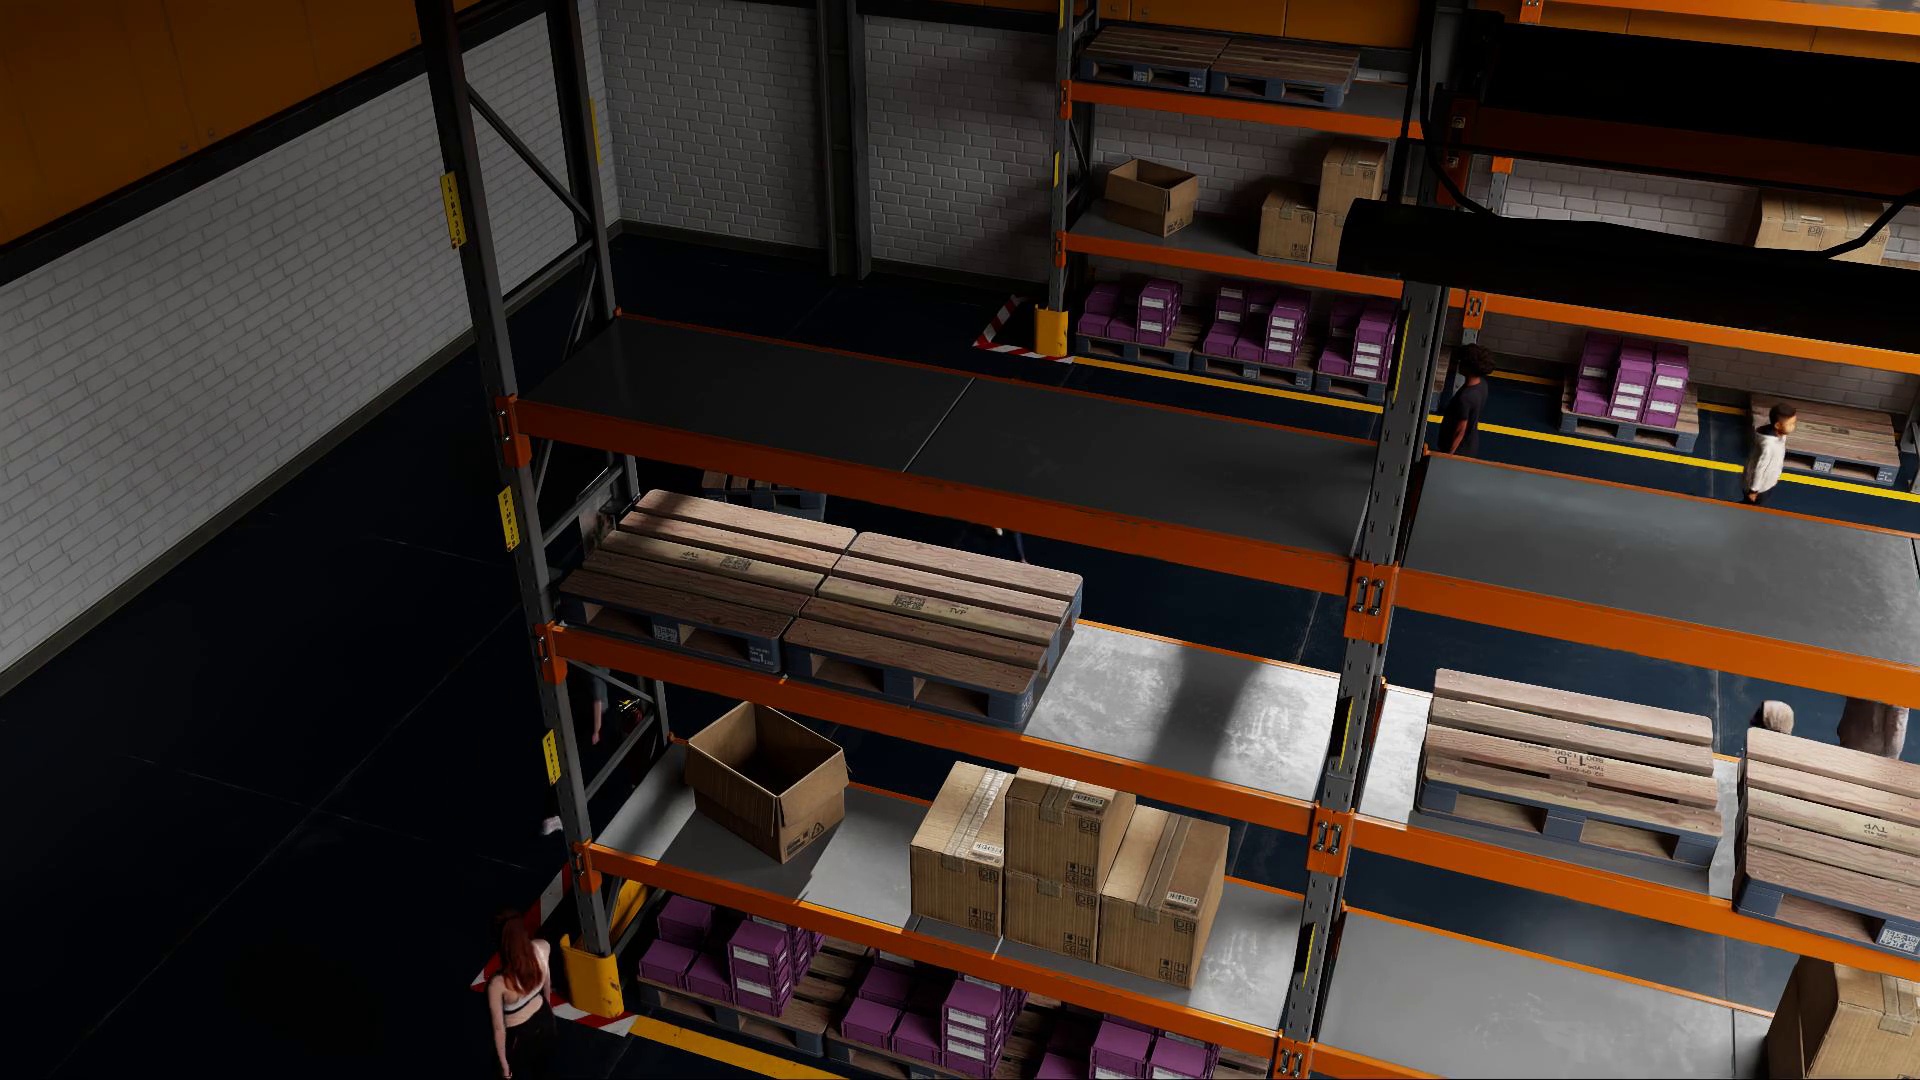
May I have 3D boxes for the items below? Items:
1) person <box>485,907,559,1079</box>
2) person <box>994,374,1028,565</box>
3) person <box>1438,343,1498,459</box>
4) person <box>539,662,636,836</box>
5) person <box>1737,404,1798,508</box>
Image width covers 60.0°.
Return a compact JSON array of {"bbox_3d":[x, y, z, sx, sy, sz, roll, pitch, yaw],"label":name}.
[{"bbox_3d":[-2.154,2.613,8.583,0.700,1.731,0.682,20,39,28],"label":"person"},{"bbox_3d":[0.419,-0.584,13.413,0.991,1.708,1.081,-16,37,-22],"label":"person"},{"bbox_3d":[4.110,-0.811,13.686,0.617,1.784,0.643,16,37,23],"label":"person"},{"bbox_3d":[-2.476,1.189,10.764,1.224,1.687,0.990,26,41,33],"label":"person"},{"bbox_3d":[6.430,-0.497,13.527,0.854,1.436,0.715,21,39,28],"label":"person"}]
